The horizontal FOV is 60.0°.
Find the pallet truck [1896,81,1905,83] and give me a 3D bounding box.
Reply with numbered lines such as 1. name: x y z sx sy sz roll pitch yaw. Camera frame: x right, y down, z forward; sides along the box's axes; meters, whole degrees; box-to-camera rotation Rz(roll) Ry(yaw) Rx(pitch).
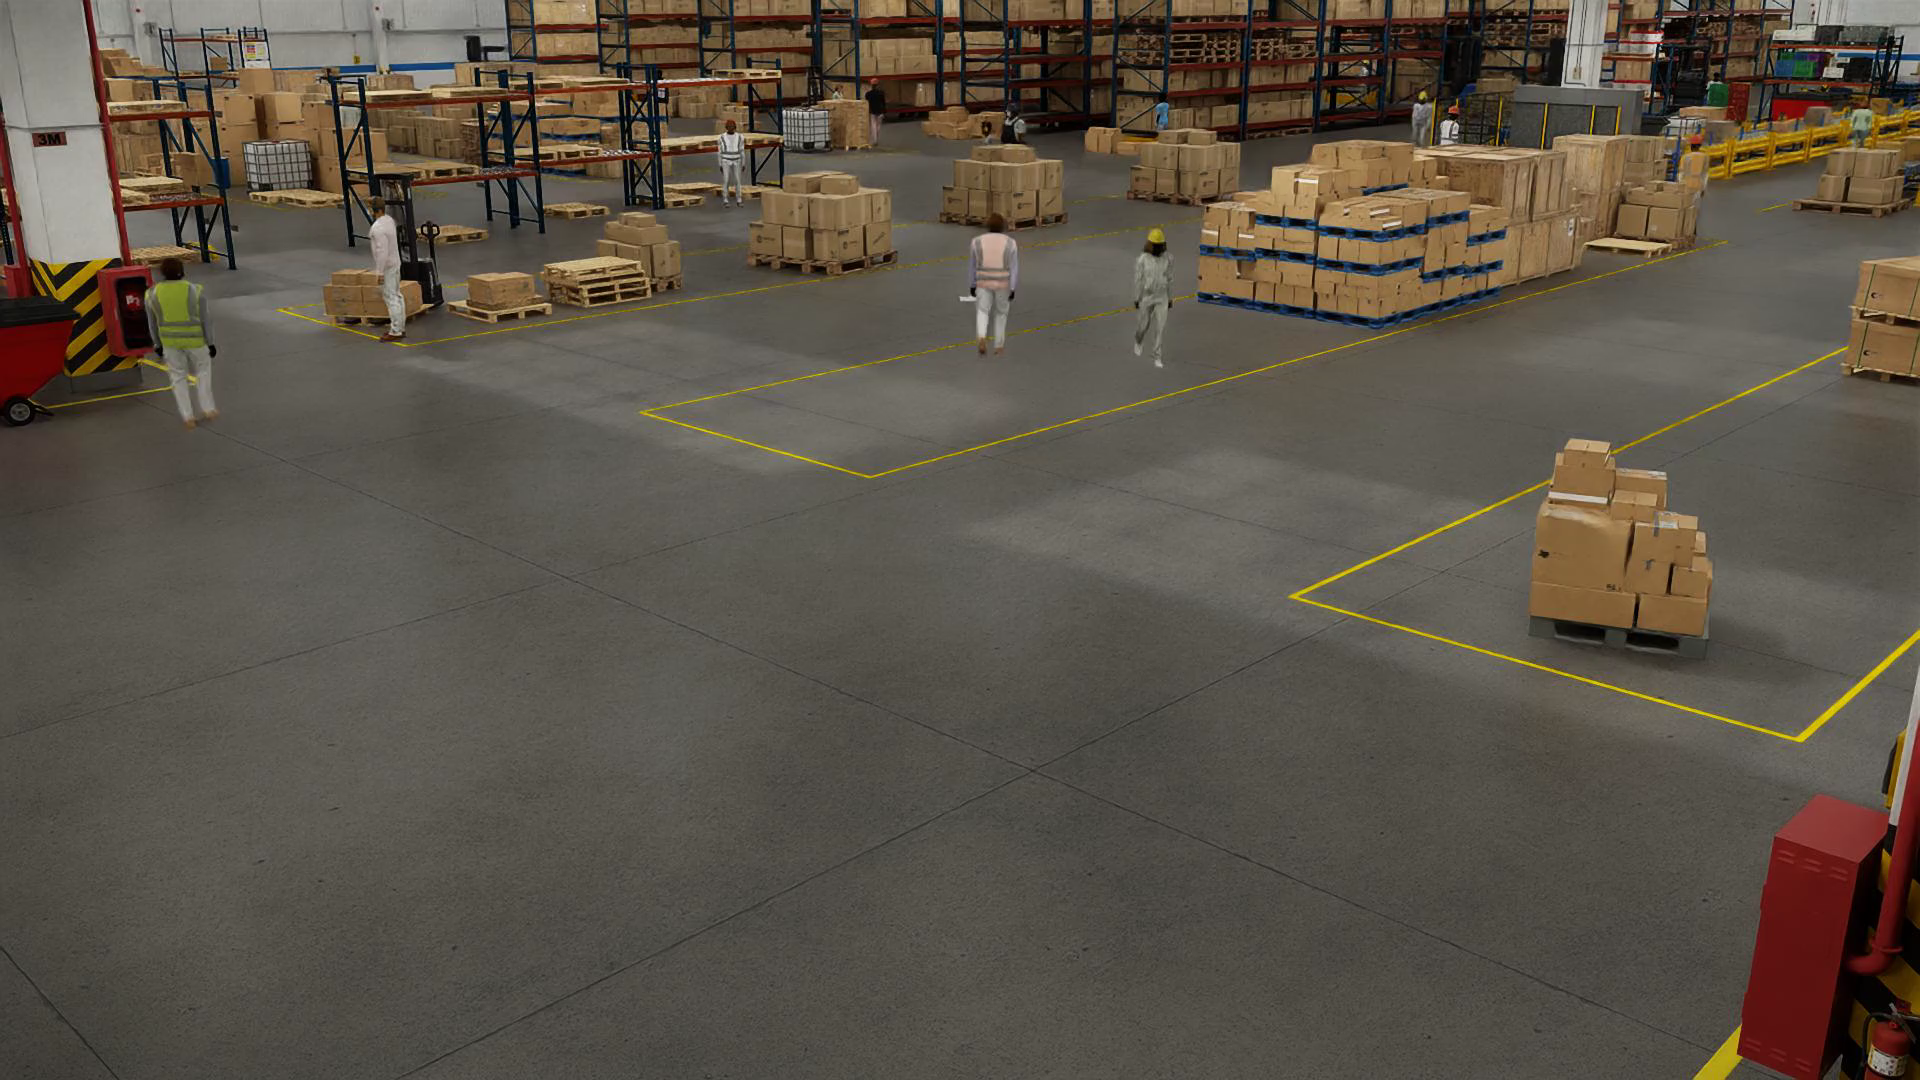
1. pallet truck: 34.802 -16.331 61.455 0.653 1.274 1.630 17 25 41

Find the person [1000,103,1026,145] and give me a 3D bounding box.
1. person: 1.251 -9.270 39.024 1.008 2.000 0.692 -16 24 -40

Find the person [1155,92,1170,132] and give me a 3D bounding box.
1. person: 5.773 -11.930 47.577 0.319 1.696 0.532 16 24 39

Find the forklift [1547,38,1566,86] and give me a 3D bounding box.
1. forklift: 21.472 -16.695 60.082 1.873 2.768 1.129 2 18 5

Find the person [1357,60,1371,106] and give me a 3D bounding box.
1. person: 16.248 -18.327 66.717 0.625 1.796 0.614 0 18 0

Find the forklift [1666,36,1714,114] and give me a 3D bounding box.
1. forklift: 27.341 -17.291 61.877 1.129 2.768 1.873 17 25 41

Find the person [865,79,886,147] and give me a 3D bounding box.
1. person: -2.575 -12.812 49.837 0.647 1.942 0.990 -4 19 -13

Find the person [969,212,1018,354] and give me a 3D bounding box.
1. person: 0.421 -3.242 21.201 0.629 1.831 0.610 2 18 6

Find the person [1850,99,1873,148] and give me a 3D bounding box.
1. person: 24.775 -11.290 45.739 0.510 1.624 0.372 17 25 41

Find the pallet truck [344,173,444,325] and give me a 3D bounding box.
1. pallet truck: -8.209 -4.181 23.757 0.823 1.965 1.885 3 19 9

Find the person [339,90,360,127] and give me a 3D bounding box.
1. person: -16.298 -11.003 44.404 0.374 1.939 0.628 12 22 32

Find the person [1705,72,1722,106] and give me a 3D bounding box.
1. person: 26.984 -15.889 59.529 0.523 1.679 0.715 16 24 40

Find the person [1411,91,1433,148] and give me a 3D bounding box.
1. person: 12.765 -11.500 46.084 0.601 1.814 0.430 14 23 36

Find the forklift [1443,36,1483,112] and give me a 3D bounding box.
1. forklift: 19.119 -17.448 62.351 1.873 2.768 1.129 16 24 40

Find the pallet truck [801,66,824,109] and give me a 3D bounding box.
1. pallet truck: -4.812 -15.182 56.903 0.823 1.965 1.885 -9 21 -26

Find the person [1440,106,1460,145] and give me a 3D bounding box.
1. person: 11.422 -9.143 38.826 0.388 1.929 0.539 -9 21 -26

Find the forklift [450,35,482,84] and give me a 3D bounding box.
1. forklift: -18.327 -17.607 62.830 1.873 2.768 1.129 -11 21 -29

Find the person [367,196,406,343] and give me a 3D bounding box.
1. person: -7.620 -3.595 22.088 0.375 1.938 0.627 -1 18 -4

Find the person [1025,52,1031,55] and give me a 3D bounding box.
1. person: 3.060 -21.368 75.693 0.407 1.902 0.638 14 23 36

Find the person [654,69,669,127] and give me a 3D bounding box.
1. person: -10.128 -14.988 56.459 0.588 1.911 0.396 8 20 23

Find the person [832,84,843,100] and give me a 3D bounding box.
1. person: -3.855 -13.574 52.624 0.307 1.637 0.511 8 20 24

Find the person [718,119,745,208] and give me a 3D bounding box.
1. person: -4.897 -8.081 35.706 0.574 1.876 0.356 -6 19 -18

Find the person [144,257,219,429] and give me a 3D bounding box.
1. person: -8.318 -2.137 17.870 0.661 1.818 0.727 -4 19 -12

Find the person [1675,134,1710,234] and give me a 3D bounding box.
1. person: 13.781 -6.674 31.398 0.553 1.922 0.419 -1 18 -2

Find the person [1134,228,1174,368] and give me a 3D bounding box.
1. person: 2.403 -3.045 20.764 0.492 1.729 0.577 -2 19 -7

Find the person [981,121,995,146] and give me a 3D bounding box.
1. person: 0.659 -8.017 35.559 0.725 1.851 0.517 3 19 9
